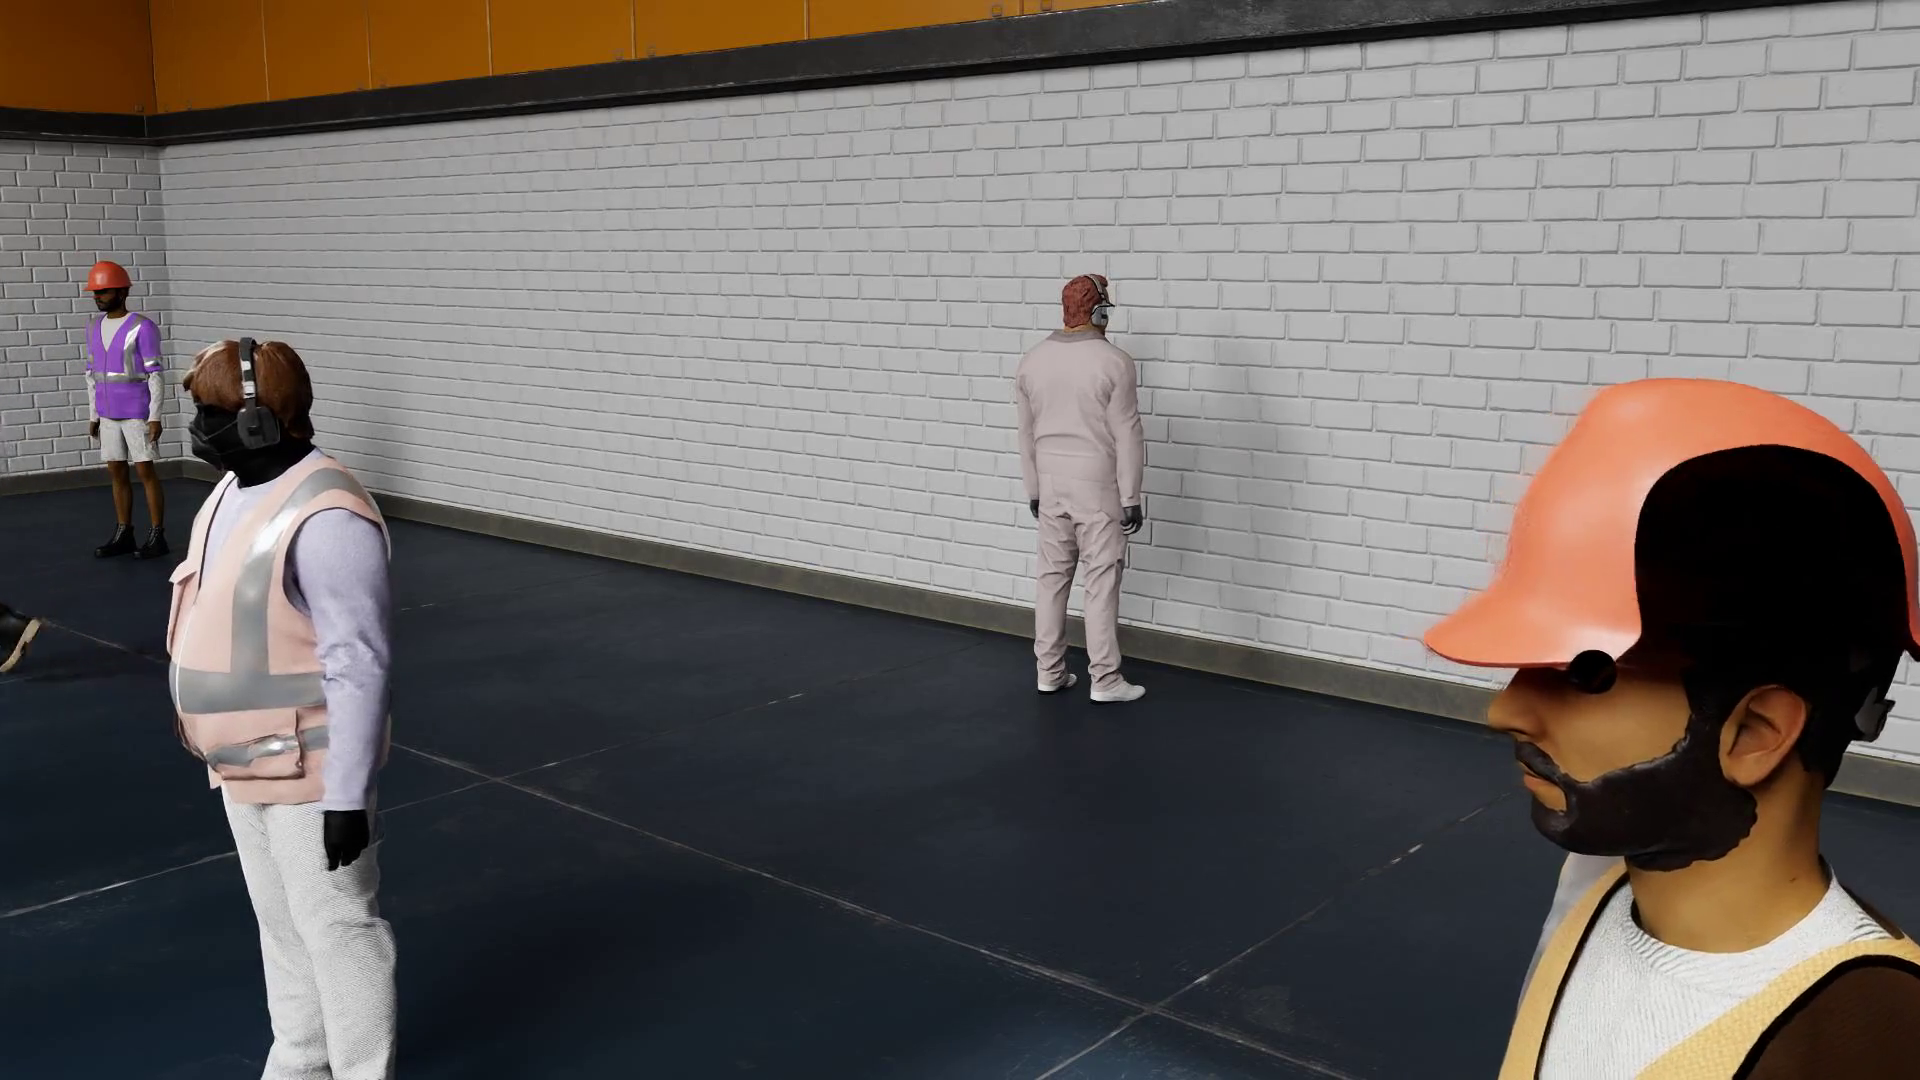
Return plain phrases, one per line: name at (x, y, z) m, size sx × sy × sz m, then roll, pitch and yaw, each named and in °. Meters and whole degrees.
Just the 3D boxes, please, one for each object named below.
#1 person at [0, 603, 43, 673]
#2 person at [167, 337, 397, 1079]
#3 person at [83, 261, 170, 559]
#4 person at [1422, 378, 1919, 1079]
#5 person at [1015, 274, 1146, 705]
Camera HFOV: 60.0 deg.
person at (-4.633, -0.287, 7.705) m, size 0.582 × 1.945 × 0.631 m, roll 0°, pitch 10°, yaw 1°
person at (-1.443, 0.489, 3.574) m, size 0.430 × 1.841 × 0.624 m, roll -9°, pitch 14°, yaw -42°
person at (-5.451, -0.834, 10.823) m, size 0.553 × 1.935 × 0.362 m, roll 3°, pitch 10°, yaw 16°
person at (0.500, 0.852, 1.225) m, size 0.379 × 1.937 × 0.547 m, roll 0°, pitch 10°, yaw 0°
person at (0.562, -0.222, 7.429) m, size 0.639 × 1.908 × 0.409 m, roll 8°, pitch 13°, yaw 39°
